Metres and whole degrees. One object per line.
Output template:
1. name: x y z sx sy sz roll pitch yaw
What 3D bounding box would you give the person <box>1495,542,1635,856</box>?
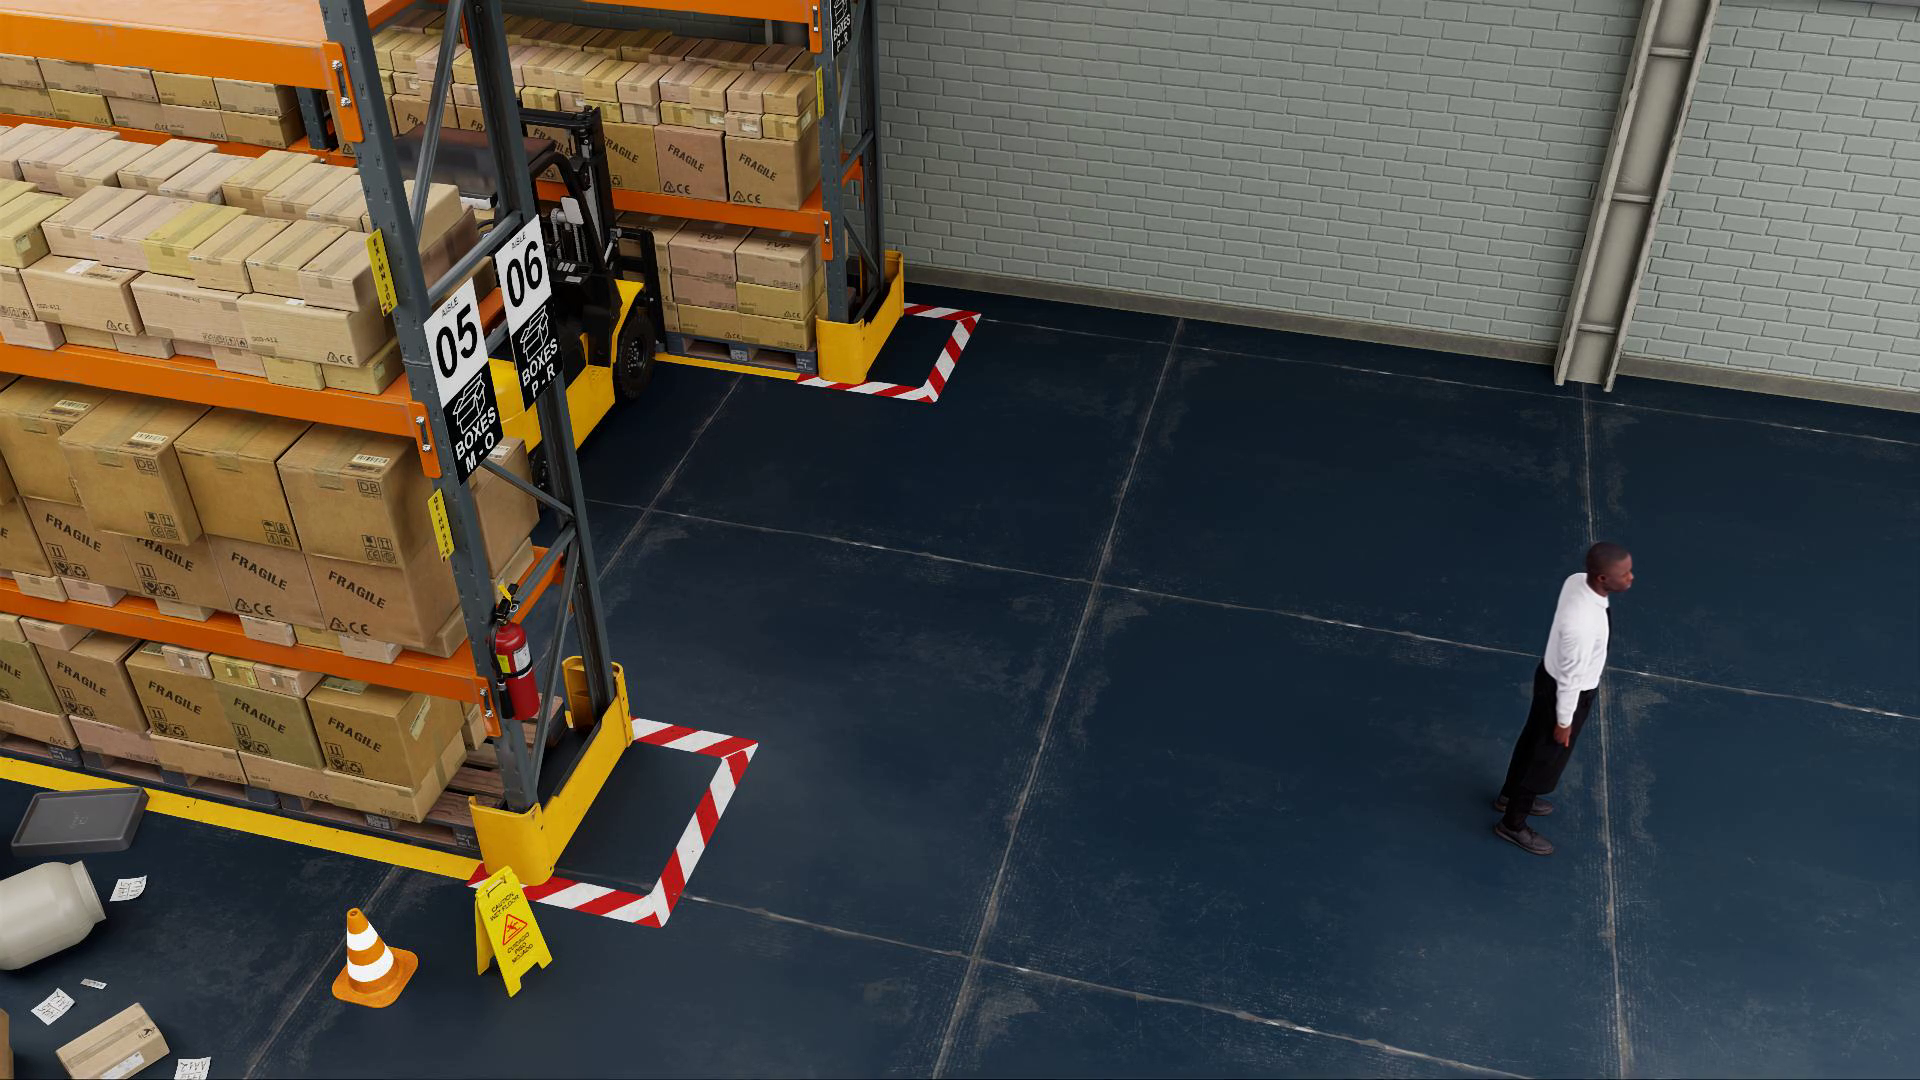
1. person: 2.953 0.748 8.184 0.517 1.834 0.641 10 38 13
